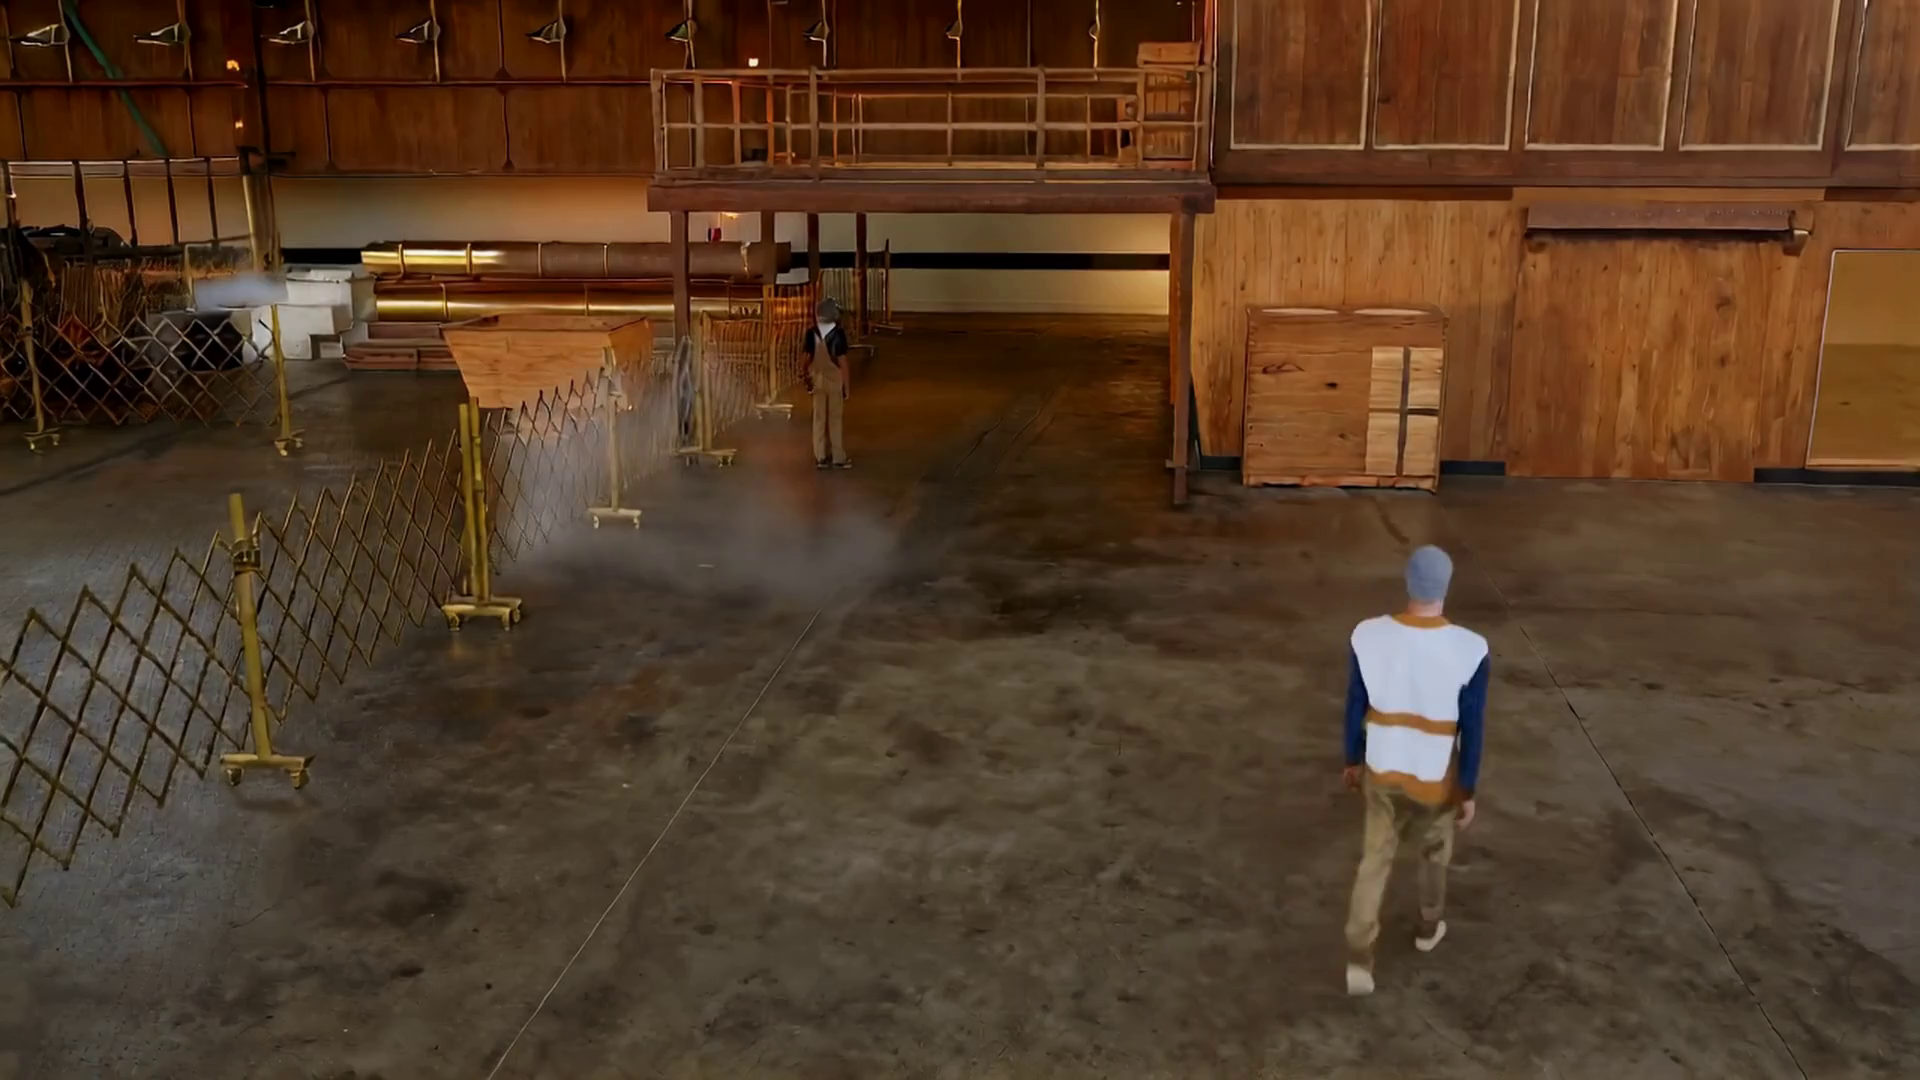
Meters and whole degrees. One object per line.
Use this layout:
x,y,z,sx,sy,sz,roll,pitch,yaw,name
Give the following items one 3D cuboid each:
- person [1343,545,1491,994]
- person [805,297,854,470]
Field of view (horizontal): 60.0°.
1.869,0.958,6.978,0.603,1.882,0.959,8,16,29,person
-1.409,-1.675,17.792,0.507,1.846,0.351,7,16,27,person
